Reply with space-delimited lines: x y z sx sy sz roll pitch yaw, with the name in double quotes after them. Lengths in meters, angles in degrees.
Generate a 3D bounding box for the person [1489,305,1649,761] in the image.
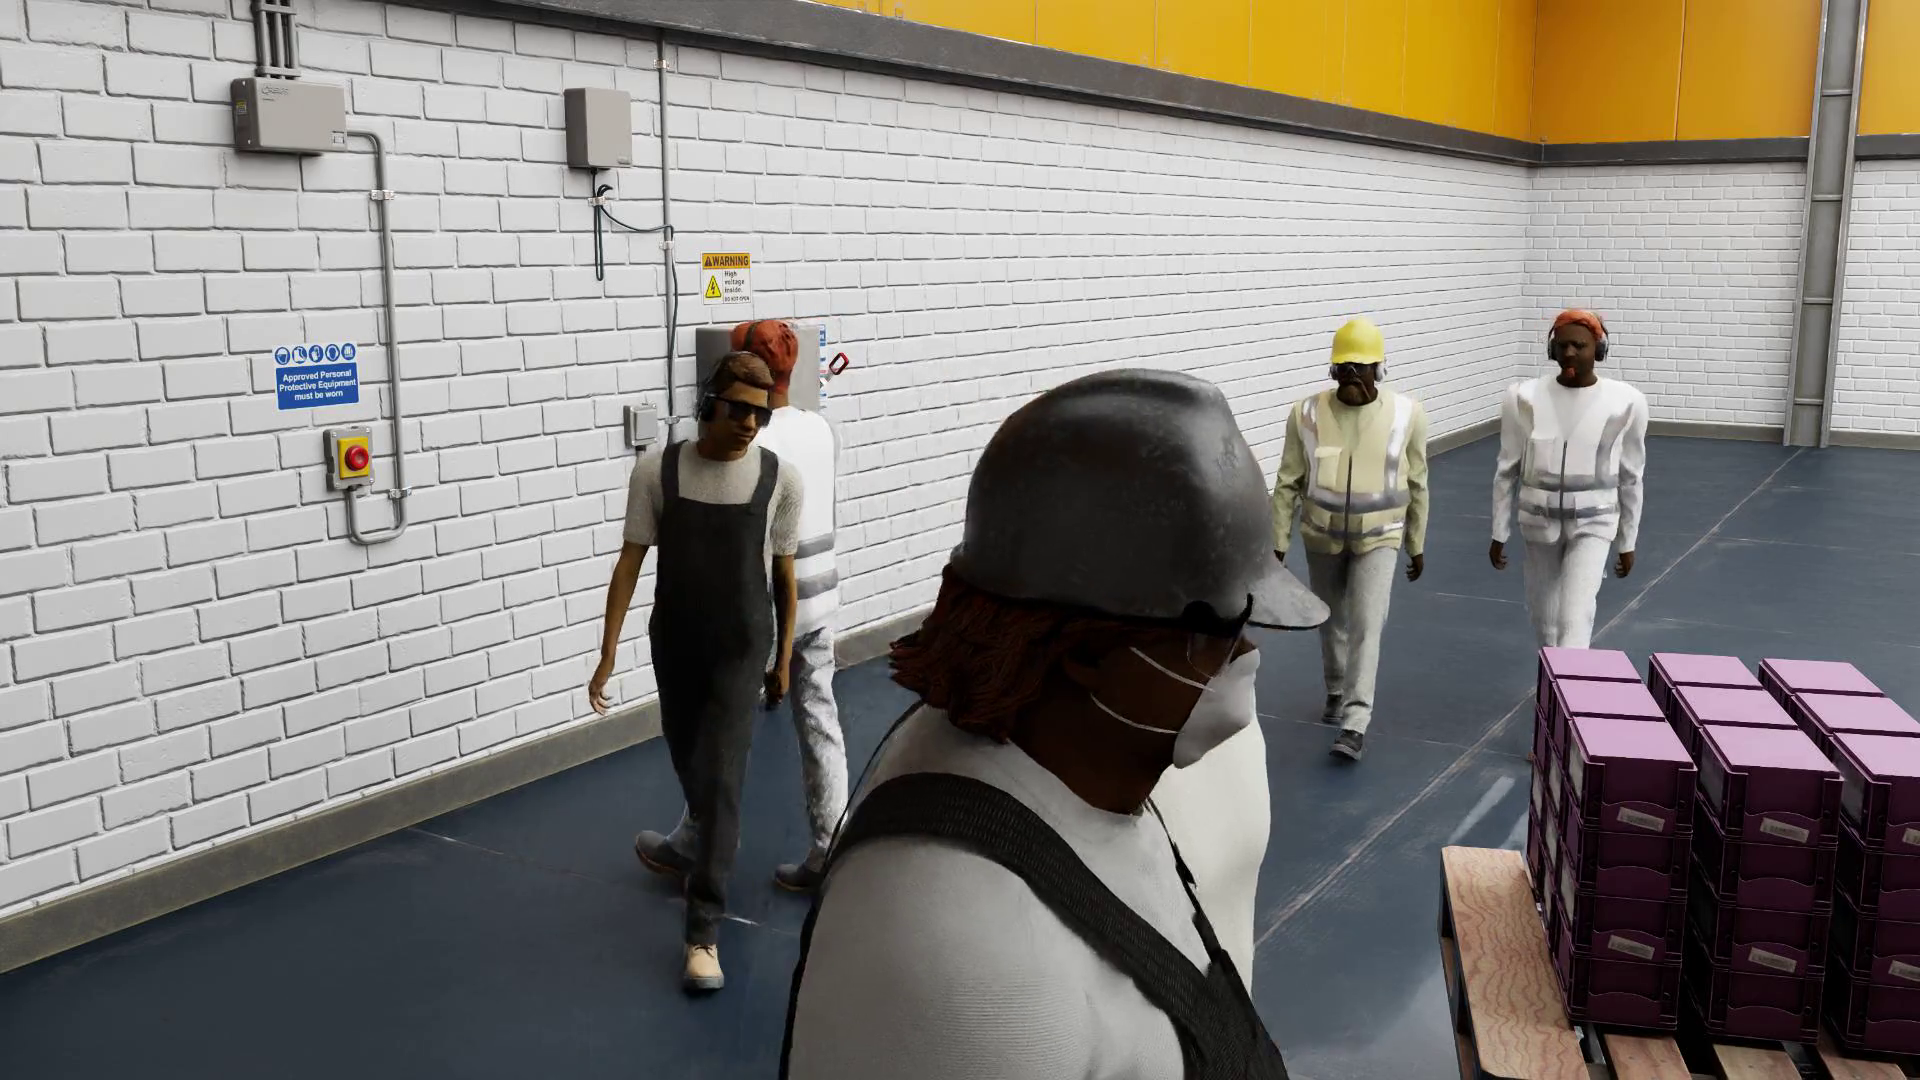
2.541 -0.056 6.943 0.576 1.853 0.949 6 12 30 "person"

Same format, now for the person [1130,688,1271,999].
0.168 0.794 1.964 0.359 1.932 0.632 7 12 33 "person"

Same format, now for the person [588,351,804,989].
-0.749 0.324 4.971 0.594 1.793 0.953 0 10 1 "person"

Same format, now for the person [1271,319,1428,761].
1.611 -0.025 6.928 0.623 1.777 0.957 4 11 20 "person"

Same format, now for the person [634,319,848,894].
-0.683 0.228 5.344 0.818 1.852 0.586 7 12 33 "person"
